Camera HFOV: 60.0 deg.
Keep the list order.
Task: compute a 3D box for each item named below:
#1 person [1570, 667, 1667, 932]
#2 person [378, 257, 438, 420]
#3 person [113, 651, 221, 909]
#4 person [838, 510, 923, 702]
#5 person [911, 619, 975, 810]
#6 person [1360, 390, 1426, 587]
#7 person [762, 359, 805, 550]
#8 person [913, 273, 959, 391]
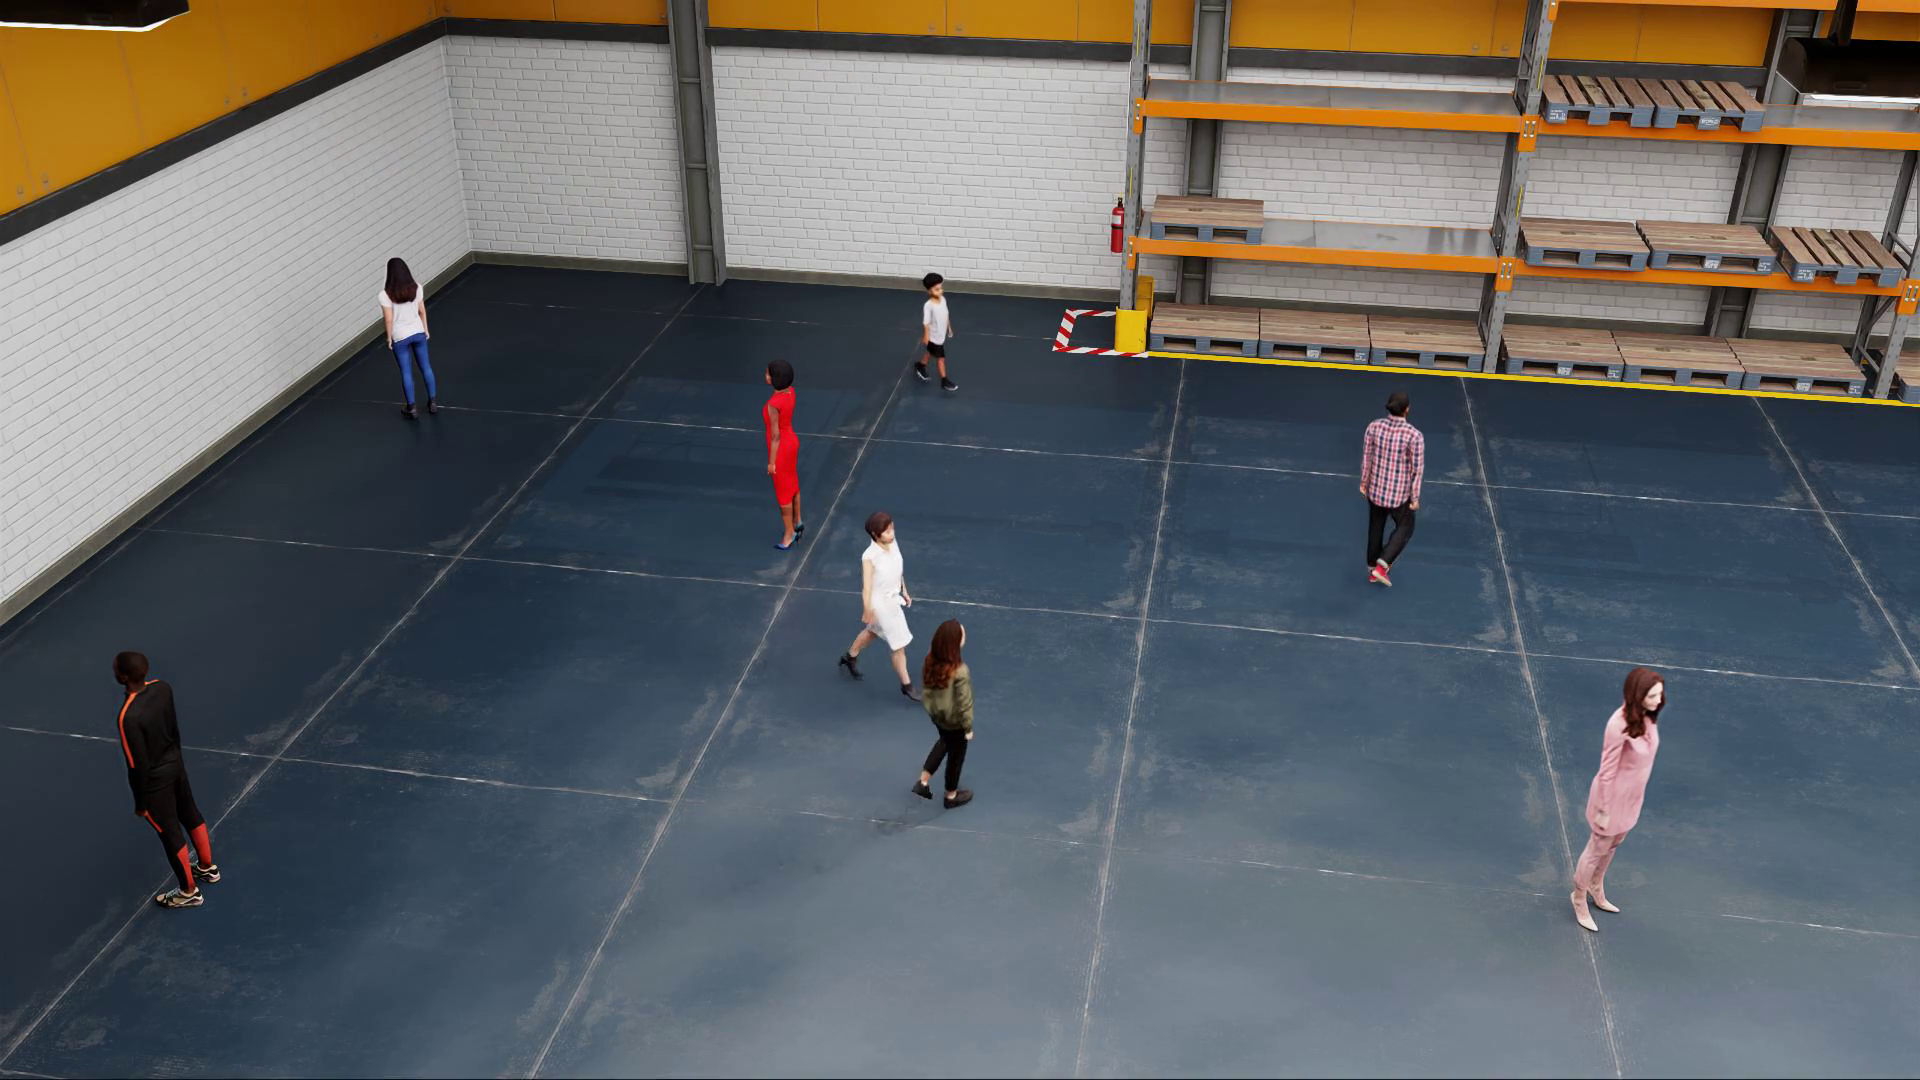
[{"bbox_3d":[3.981,1.550,10.092,0.682,1.803,0.722,-22,35,-34],"label":"person"},{"bbox_3d":[-5.561,-2.032,16.782,0.677,1.685,0.723,-21,35,-33],"label":"person"},{"bbox_3d":[-4.925,1.455,10.261,0.519,1.808,0.614,4,29,7],"label":"person"},{"bbox_3d":[-0.636,0.460,12.386,1.035,1.519,0.674,11,30,19],"label":"person"},{"bbox_3d":[-0.129,1.195,11.092,0.832,1.468,0.772,-20,35,-32],"label":"person"},{"bbox_3d":[3.521,-0.391,13.703,0.832,1.754,0.914,21,35,33],"label":"person"},{"bbox_3d":[-1.524,-0.743,14.357,0.506,1.744,0.587,7,29,12],"label":"person"},{"bbox_3d":[-0.297,-2.237,17.615,0.924,1.248,0.712,18,33,29],"label":"person"}]
